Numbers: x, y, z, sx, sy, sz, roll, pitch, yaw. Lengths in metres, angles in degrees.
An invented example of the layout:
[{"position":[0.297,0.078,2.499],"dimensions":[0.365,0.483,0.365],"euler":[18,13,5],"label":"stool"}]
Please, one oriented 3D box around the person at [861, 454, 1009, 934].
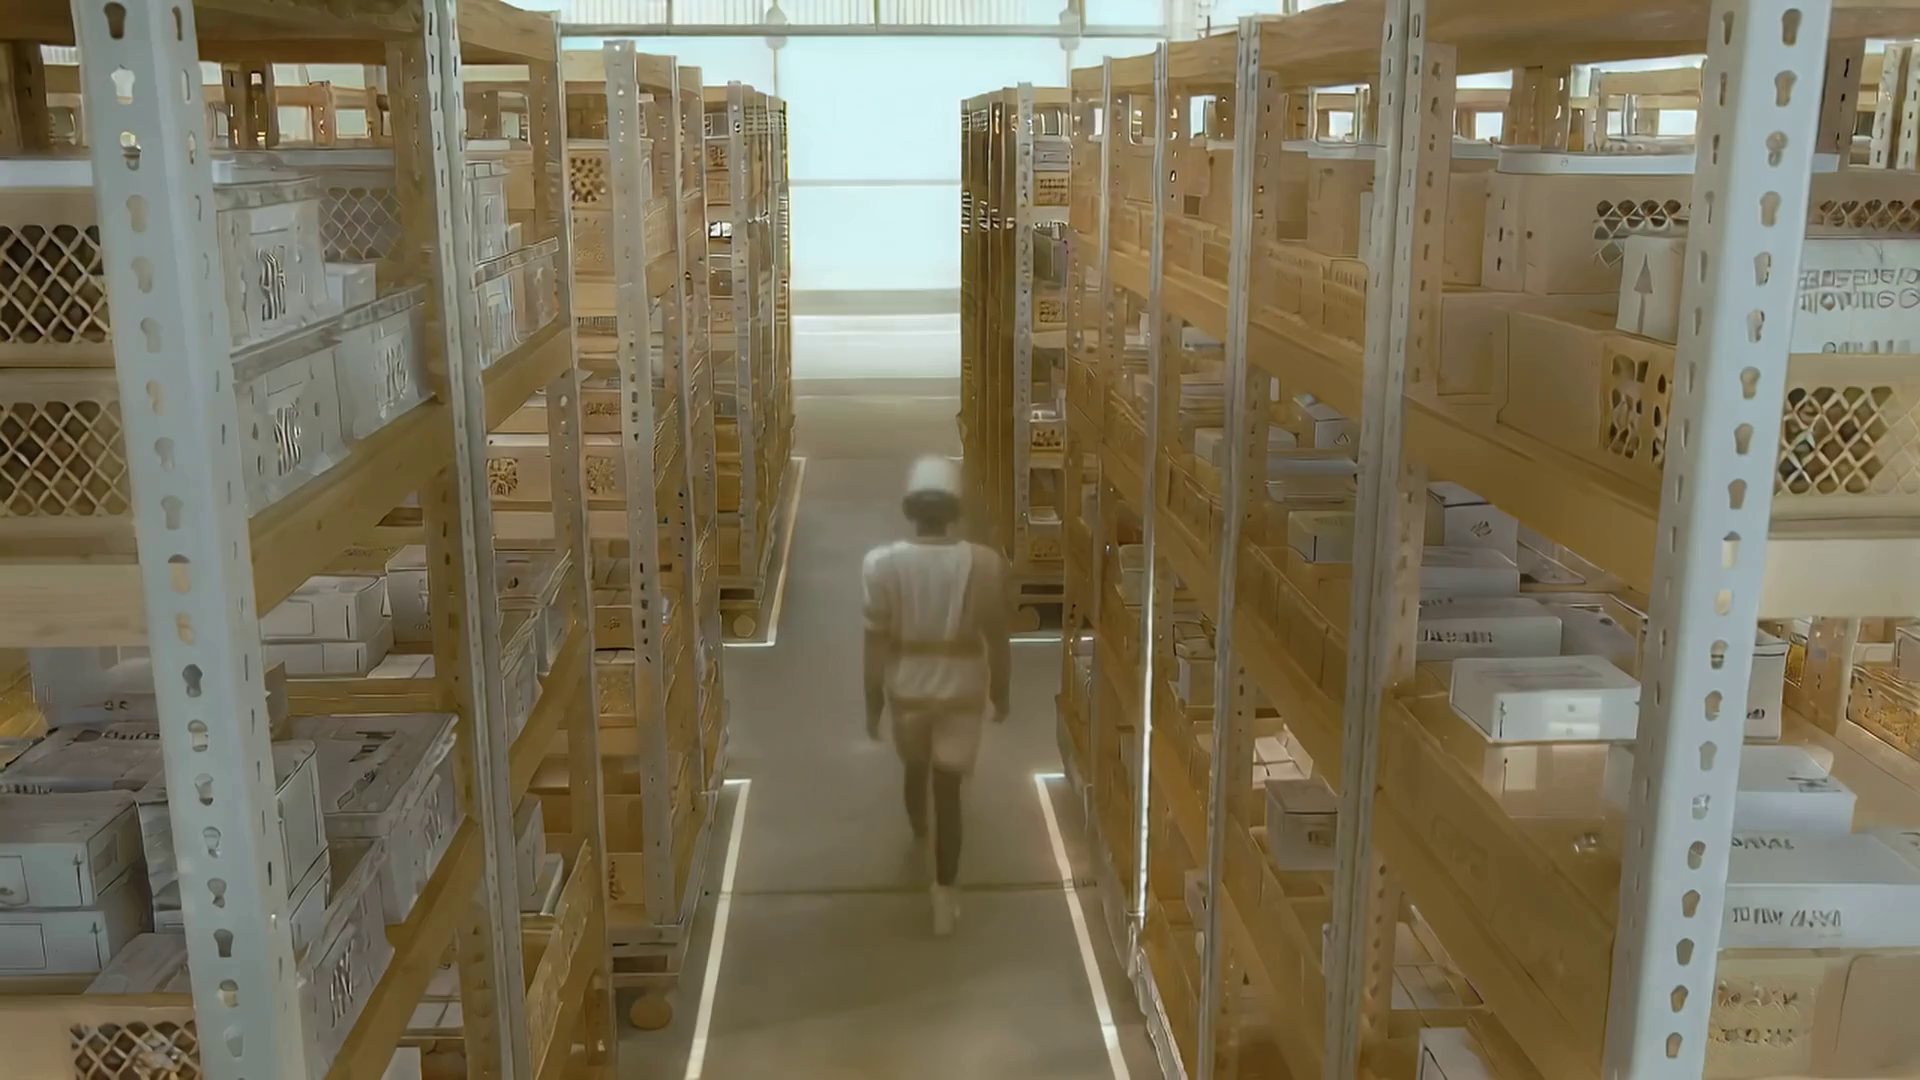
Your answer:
[{"position":[-0.100,0.626,7.128],"dimensions":[0.629,1.993,1.064],"euler":[-1,14,-3],"label":"person"}]
